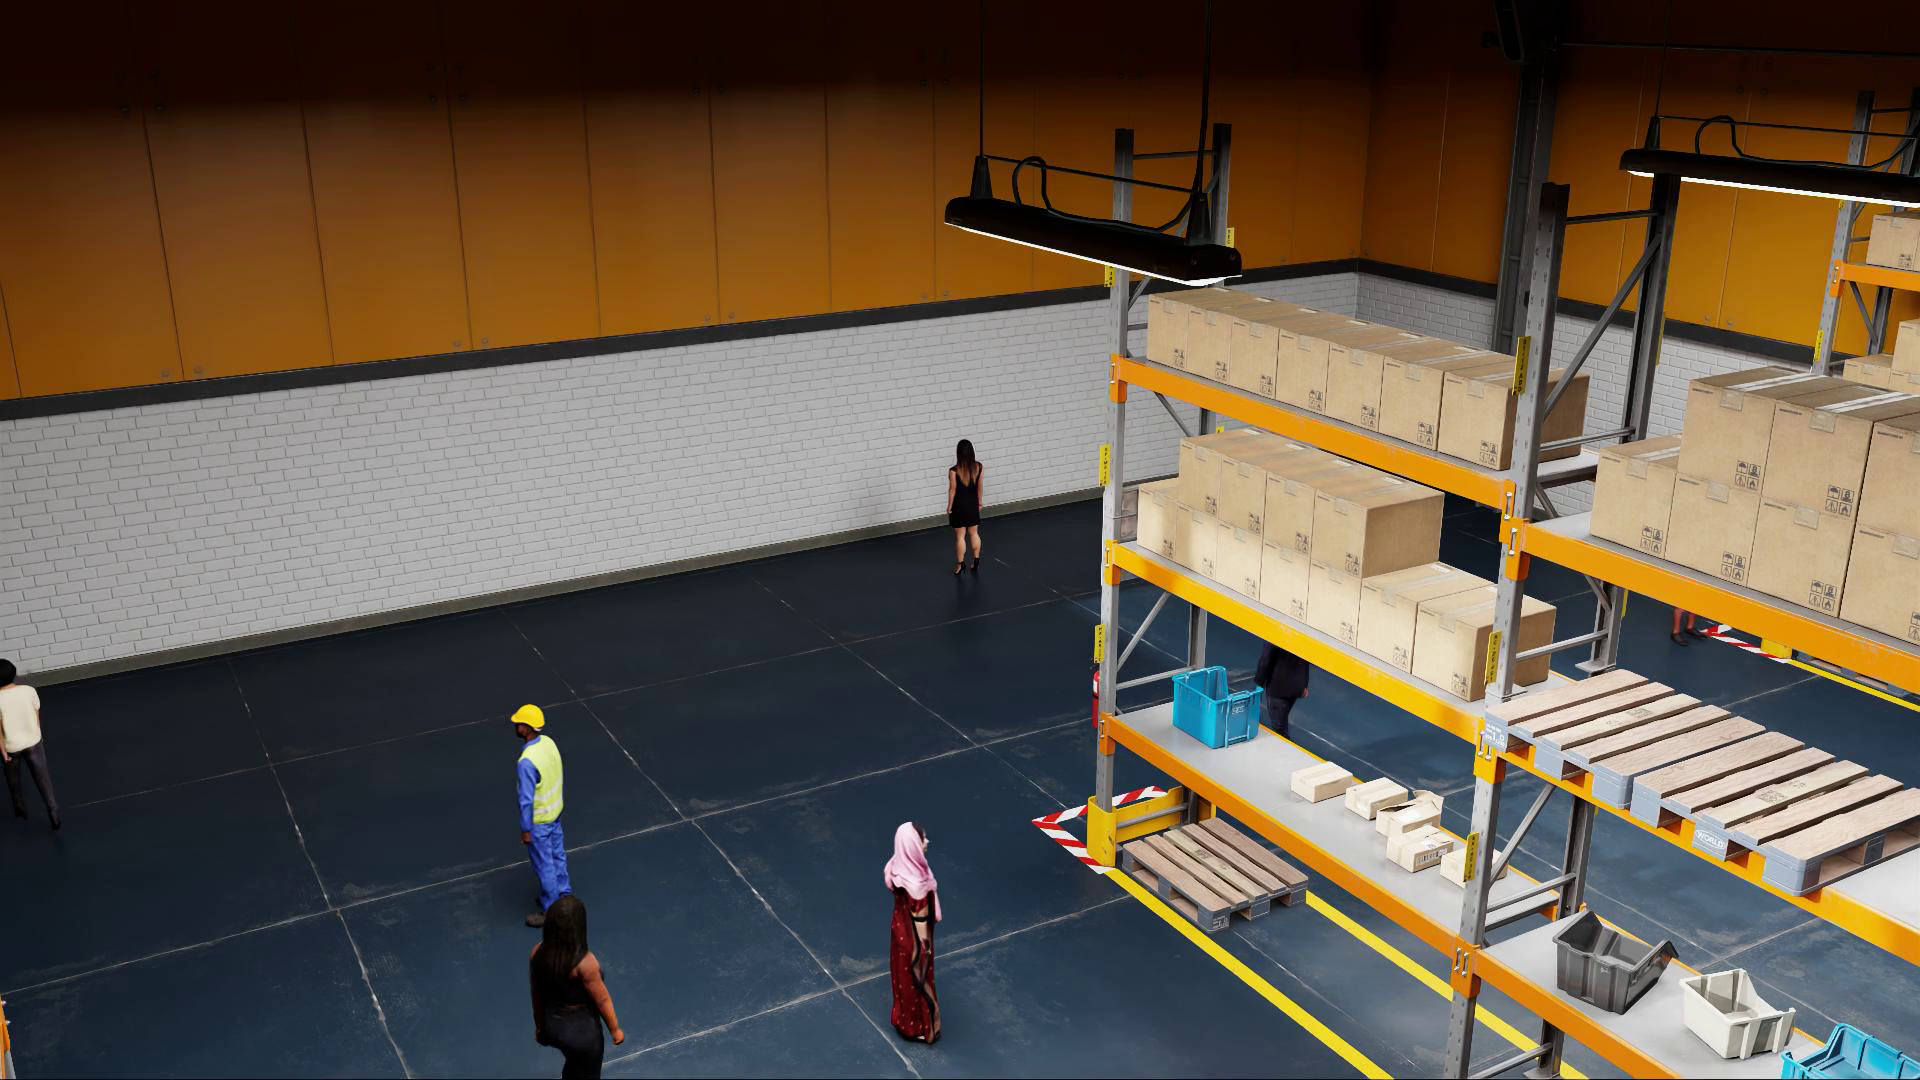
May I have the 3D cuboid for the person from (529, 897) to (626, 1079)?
[{"bbox_3d":[-2.410,3.043,10.176,0.782,1.804,0.878,11,21,29],"label":"person"}]

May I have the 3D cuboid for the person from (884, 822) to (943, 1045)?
[{"bbox_3d":[-0.325,2.689,11.486,0.783,1.638,0.631,-5,19,-14],"label":"person"}]

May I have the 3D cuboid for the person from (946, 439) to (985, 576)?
[{"bbox_3d":[0.068,-0.404,20.548,0.652,1.717,0.573,-11,21,-29],"label":"person"}]

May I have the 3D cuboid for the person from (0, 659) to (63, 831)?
[{"bbox_3d":[-8.031,1.787,14.295,0.752,1.554,1.057,-17,25,-40],"label":"person"}]

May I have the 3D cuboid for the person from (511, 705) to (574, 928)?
[{"bbox_3d":[-3.247,2.119,12.907,0.798,1.811,0.704,2,19,6],"label":"person"}]
